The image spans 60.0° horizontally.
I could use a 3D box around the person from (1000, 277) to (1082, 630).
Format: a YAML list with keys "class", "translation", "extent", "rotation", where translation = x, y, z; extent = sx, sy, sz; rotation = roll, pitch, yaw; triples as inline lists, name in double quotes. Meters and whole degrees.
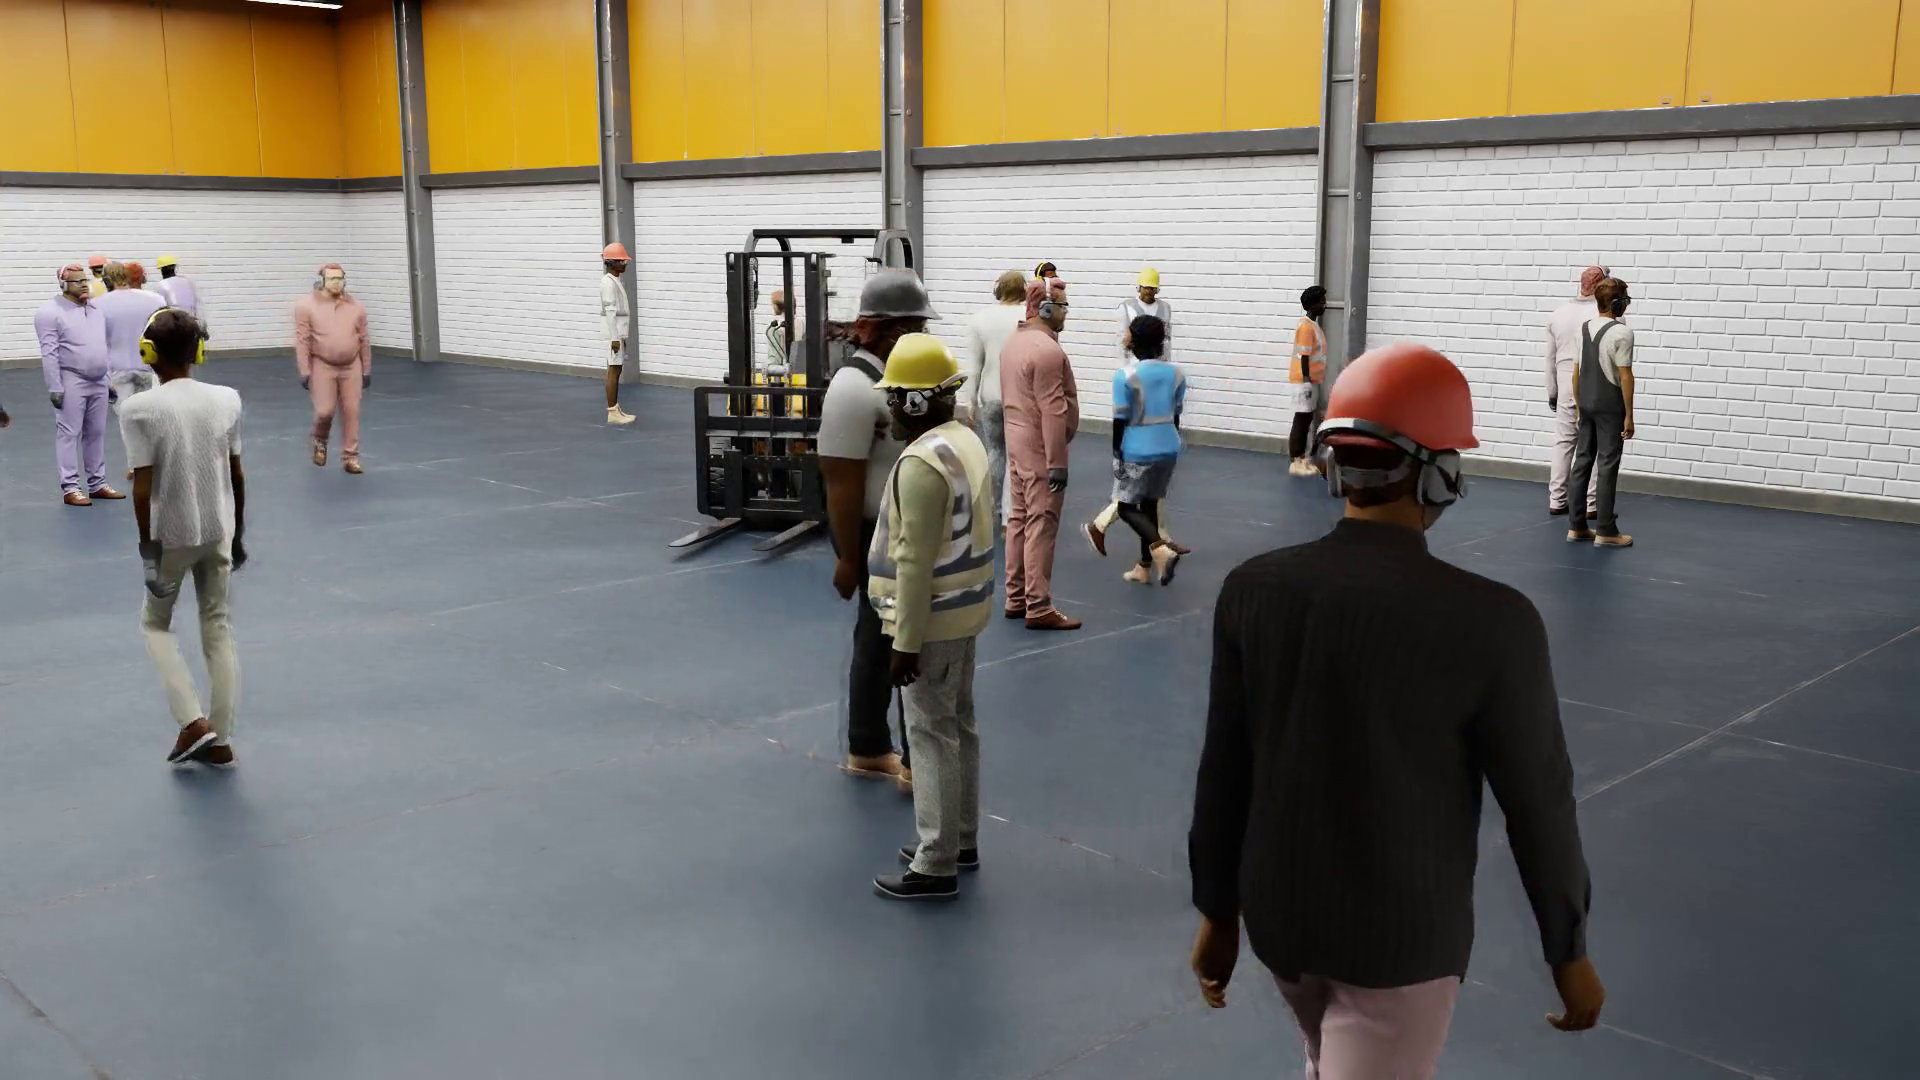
- class: "person"
  translation: [0.453, -0.469, 9.074]
  extent: [0.403, 1.904, 0.651]
  rotation: [-3, 11, -18]

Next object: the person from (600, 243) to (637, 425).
- class: "person"
  translation: [-3.878, -2.331, 18.849]
  extent: [0.378, 2.044, 0.607]
  rotation: [-1, 10, -6]

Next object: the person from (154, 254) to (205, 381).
- class: "person"
  translation: [-10.164, -2.767, 21.660]
  extent: [0.576, 1.885, 0.619]
  rotation: [4, 11, 23]

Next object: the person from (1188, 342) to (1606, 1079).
- class: "person"
  translation: [0.776, 0.645, 2.886]
  extent: [0.988, 1.947, 0.641]
  rotation: [-8, 13, -38]

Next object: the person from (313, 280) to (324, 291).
- class: "person"
  translation: [-11.117, -4.055, 29.409]
  extent: [0.513, 1.621, 0.468]
  rotation: [-1, 10, -7]

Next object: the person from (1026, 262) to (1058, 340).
- class: "person"
  translation: [0.837, -1.789, 16.395]
  extent: [0.312, 1.860, 0.537]
  rotation: [7, 12, 33]

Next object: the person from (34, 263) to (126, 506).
- class: "person"
  translation: [-6.984, -1.237, 13.251]
  extent: [0.406, 1.911, 0.639]
  rotation: [3, 11, 16]

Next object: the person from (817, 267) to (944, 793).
- class: "person"
  translation: [-0.144, -0.036, 6.343]
  extent: [0.722, 2.000, 0.695]
  rotation: [2, 11, 11]

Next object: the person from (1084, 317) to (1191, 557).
- class: "person"
  translation: [1.182, -0.666, 10.946]
  extent: [0.667, 1.604, 0.506]
  rotation: [0, 10, 1]

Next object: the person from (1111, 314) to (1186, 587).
- class: "person"
  translation: [1.156, -0.507, 9.936]
  extent: [0.537, 1.672, 0.577]
  rotation: [-6, 12, -31]

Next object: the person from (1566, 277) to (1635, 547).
- class: "person"
  translation: [4.427, -0.873, 11.437]
  extent: [0.345, 1.846, 0.508]
  rotation: [-5, 12, -26]

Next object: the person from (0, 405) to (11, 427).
- class: "person"
  translation: [-6.775, -0.845, 11.201]
  extent: [0.512, 1.892, 0.625]
  rotation: [-1, 10, -4]

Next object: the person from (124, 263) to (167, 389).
- class: "person"
  translation: [-8.576, -1.965, 17.413]
  extent: [0.606, 1.831, 0.965]
  rotation: [-6, 12, -28]

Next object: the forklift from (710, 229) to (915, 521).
- class: "forklift"
  translation: [-1.050, -1.319, 12.920]
  extent: [1.214, 2.155, 2.313]
  rotation: [2, 11, 13]

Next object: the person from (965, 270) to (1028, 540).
- class: "person"
  translation: [0.364, -0.984, 11.924]
  extent: [0.638, 1.875, 1.052]
  rotation: [2, 11, 9]

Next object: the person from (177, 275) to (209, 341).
- class: "person"
  translation: [-10.634, -2.830, 22.804]
  extent: [0.514, 1.596, 0.868]
  rotation: [1, 10, 6]

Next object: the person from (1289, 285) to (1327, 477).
- class: "person"
  translation: [3.097, -1.413, 14.807]
  extent: [0.320, 1.694, 0.532]
  rotation: [4, 11, 22]

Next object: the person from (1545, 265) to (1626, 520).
- class: "person"
  translation: [4.745, -1.110, 12.562]
  extent: [0.403, 1.906, 0.651]
  rotation: [-8, 13, -36]

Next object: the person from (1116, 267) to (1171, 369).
- class: "person"
  translation: [1.792, -1.713, 16.079]
  extent: [0.586, 1.823, 0.403]
  rotation: [-4, 11, -19]

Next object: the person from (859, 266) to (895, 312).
- class: "person"
  translation: [-0.645, -1.689, 15.900]
  extent: [0.626, 1.844, 0.429]
  rotation: [-5, 12, -27]

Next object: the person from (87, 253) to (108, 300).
- class: "person"
  translation: [-10.550, -2.595, 20.633]
  extent: [0.583, 1.912, 0.550]
  rotation: [-6, 12, -32]

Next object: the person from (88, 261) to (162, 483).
- class: "person"
  translation: [-7.239, -1.448, 14.409]
  extent: [0.662, 1.903, 0.635]
  rotation: [9, 14, 41]

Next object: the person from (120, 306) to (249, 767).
- class: "person"
  translation: [-3.071, 0.000, 6.651]
  extent: [0.401, 1.855, 0.522]
  rotation: [9, 14, 41]

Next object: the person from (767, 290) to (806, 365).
- class: "person"
  translation: [-1.581, -1.450, 15.153]
  extent: [0.307, 1.637, 0.525]
  rotation: [6, 12, 30]

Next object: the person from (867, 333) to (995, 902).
- class: "person"
  translation: [-0.097, 0.248, 5.392]
  extent: [0.402, 1.824, 0.592]
  rotation: [3, 11, 14]

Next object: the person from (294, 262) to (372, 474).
- class: "person"
  translation: [-5.612, -1.545, 14.955]
  extent: [0.662, 1.894, 0.516]
  rotation: [-8, 13, -36]
